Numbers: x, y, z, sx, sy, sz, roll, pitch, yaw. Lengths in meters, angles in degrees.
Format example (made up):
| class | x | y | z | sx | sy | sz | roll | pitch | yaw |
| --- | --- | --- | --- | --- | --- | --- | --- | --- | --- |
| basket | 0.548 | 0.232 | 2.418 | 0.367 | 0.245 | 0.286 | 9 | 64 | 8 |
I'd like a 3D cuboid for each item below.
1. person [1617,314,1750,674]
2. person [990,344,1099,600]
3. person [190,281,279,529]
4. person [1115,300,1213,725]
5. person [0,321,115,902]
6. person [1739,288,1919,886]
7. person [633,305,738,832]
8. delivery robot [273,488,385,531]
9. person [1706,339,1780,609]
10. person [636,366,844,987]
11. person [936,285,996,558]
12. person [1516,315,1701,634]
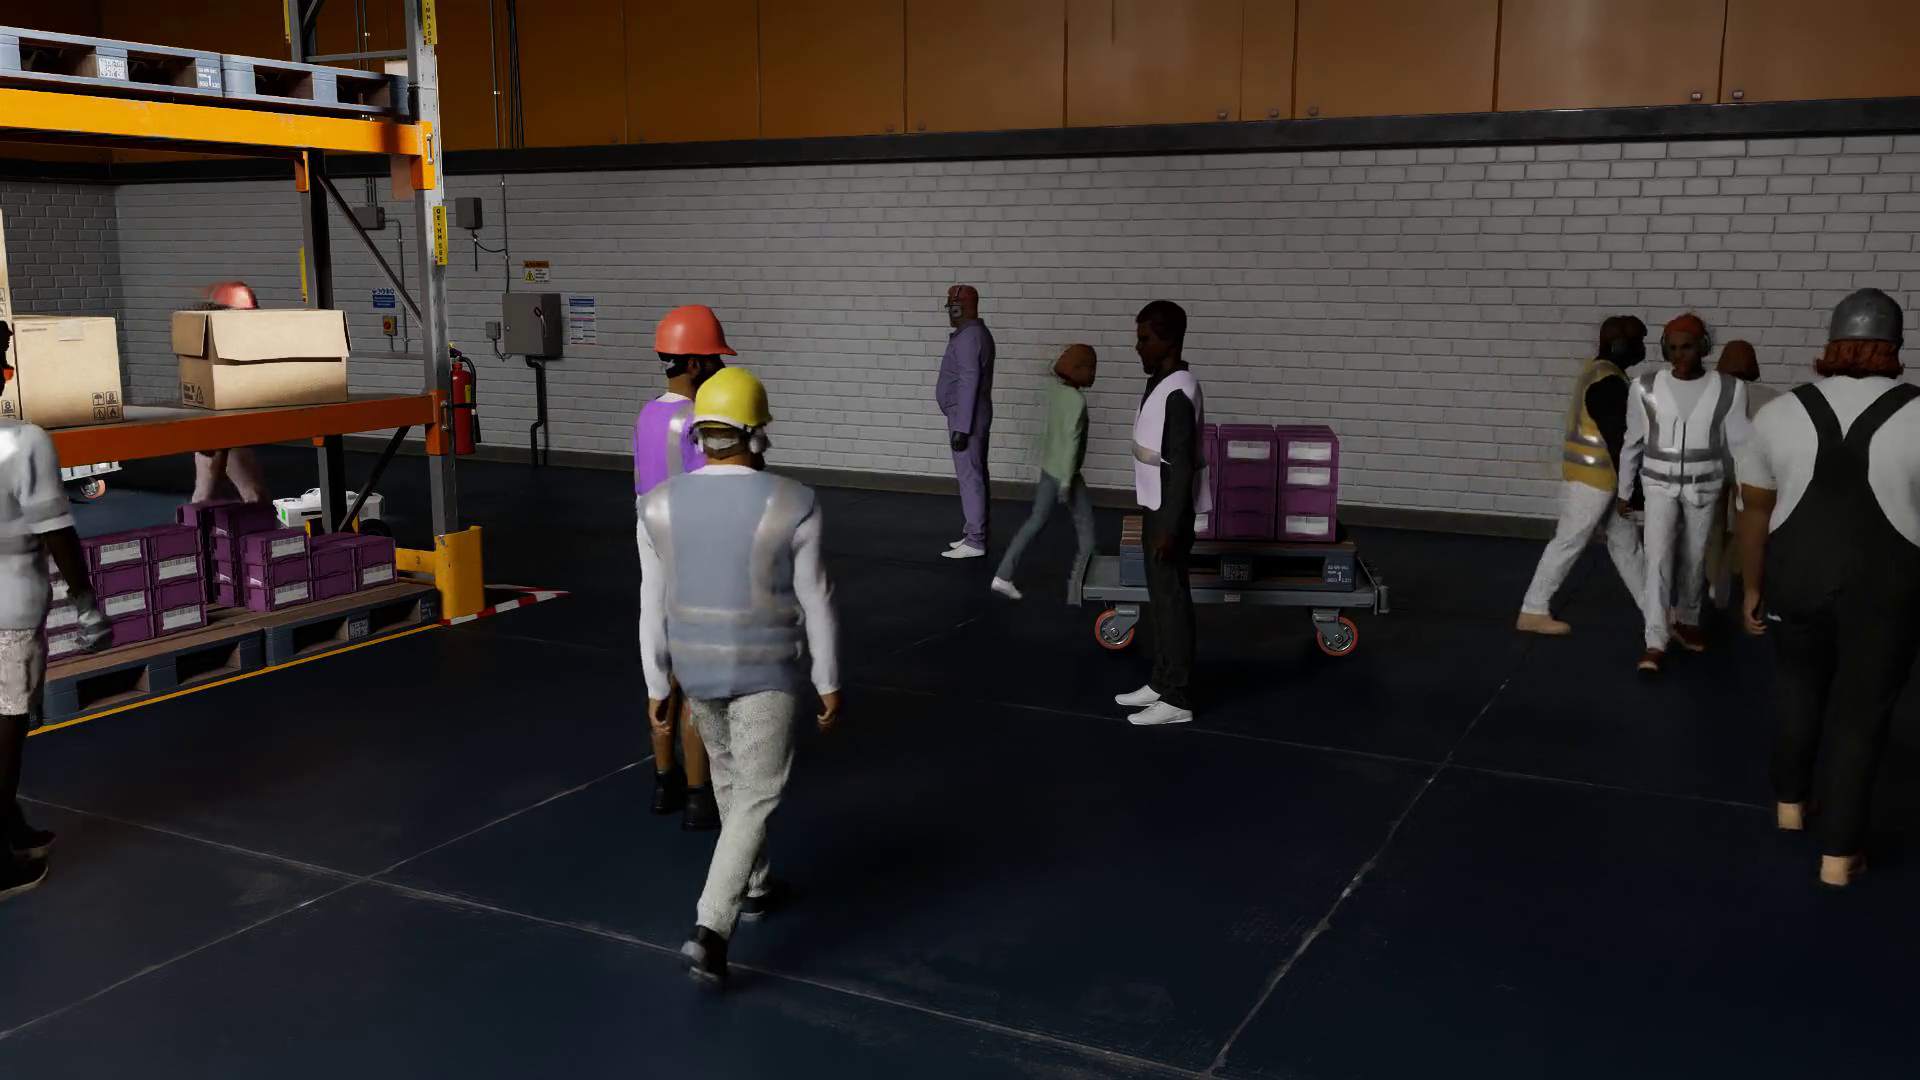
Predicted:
| class | x | y | z | sx | sy | sz | roll | pitch | yaw |
| --- | --- | --- | --- | --- | --- | --- | --- | --- | --- |
| person | 3.755 | -0.252 | 8.605 | 0.649 | 1.826 | 1.032 | 4 | 11 | 23 |
| person | 0.595 | -0.402 | 10.102 | 0.859 | 1.589 | 0.530 | -3 | 10 | -15 |
| person | -4.425 | -0.609 | 10.250 | 0.949 | 1.942 | 0.622 | -8 | 13 | -40 |
| person | 0.939 | -0.122 | 7.546 | 0.392 | 1.917 | 0.592 | 0 | 10 | -3 |
| person | -3.166 | 0.207 | 5.557 | 0.612 | 1.943 | 0.679 | 3 | 10 | 15 |
| person | 3.144 | 0.114 | 5.815 | 0.704 | 2.000 | 0.913 | 8 | 13 | 40 |
| person | -0.981 | 0.106 | 6.158 | 0.356 | 1.936 | 0.551 | -7 | 12 | -35 |
| delivery robot | -4.404 | -0.192 | 11.611 | 0.707 | 0.478 | 0.477 | -6 | 11 | -30 |
| person | 4.602 | -0.391 | 9.950 | 0.496 | 1.610 | 0.710 | 7 | 12 | 36 |
| person | -0.672 | 0.387 | 4.954 | 0.592 | 1.806 | 0.881 | 3 | 10 | 18 |
| person | 0.031 | -0.824 | 11.641 | 0.400 | 1.905 | 0.645 | 2 | 10 | 11 |
| person | 3.599 | -0.340 | 9.196 | 0.990 | 1.783 | 0.638 | 4 | 10 | 20 |
